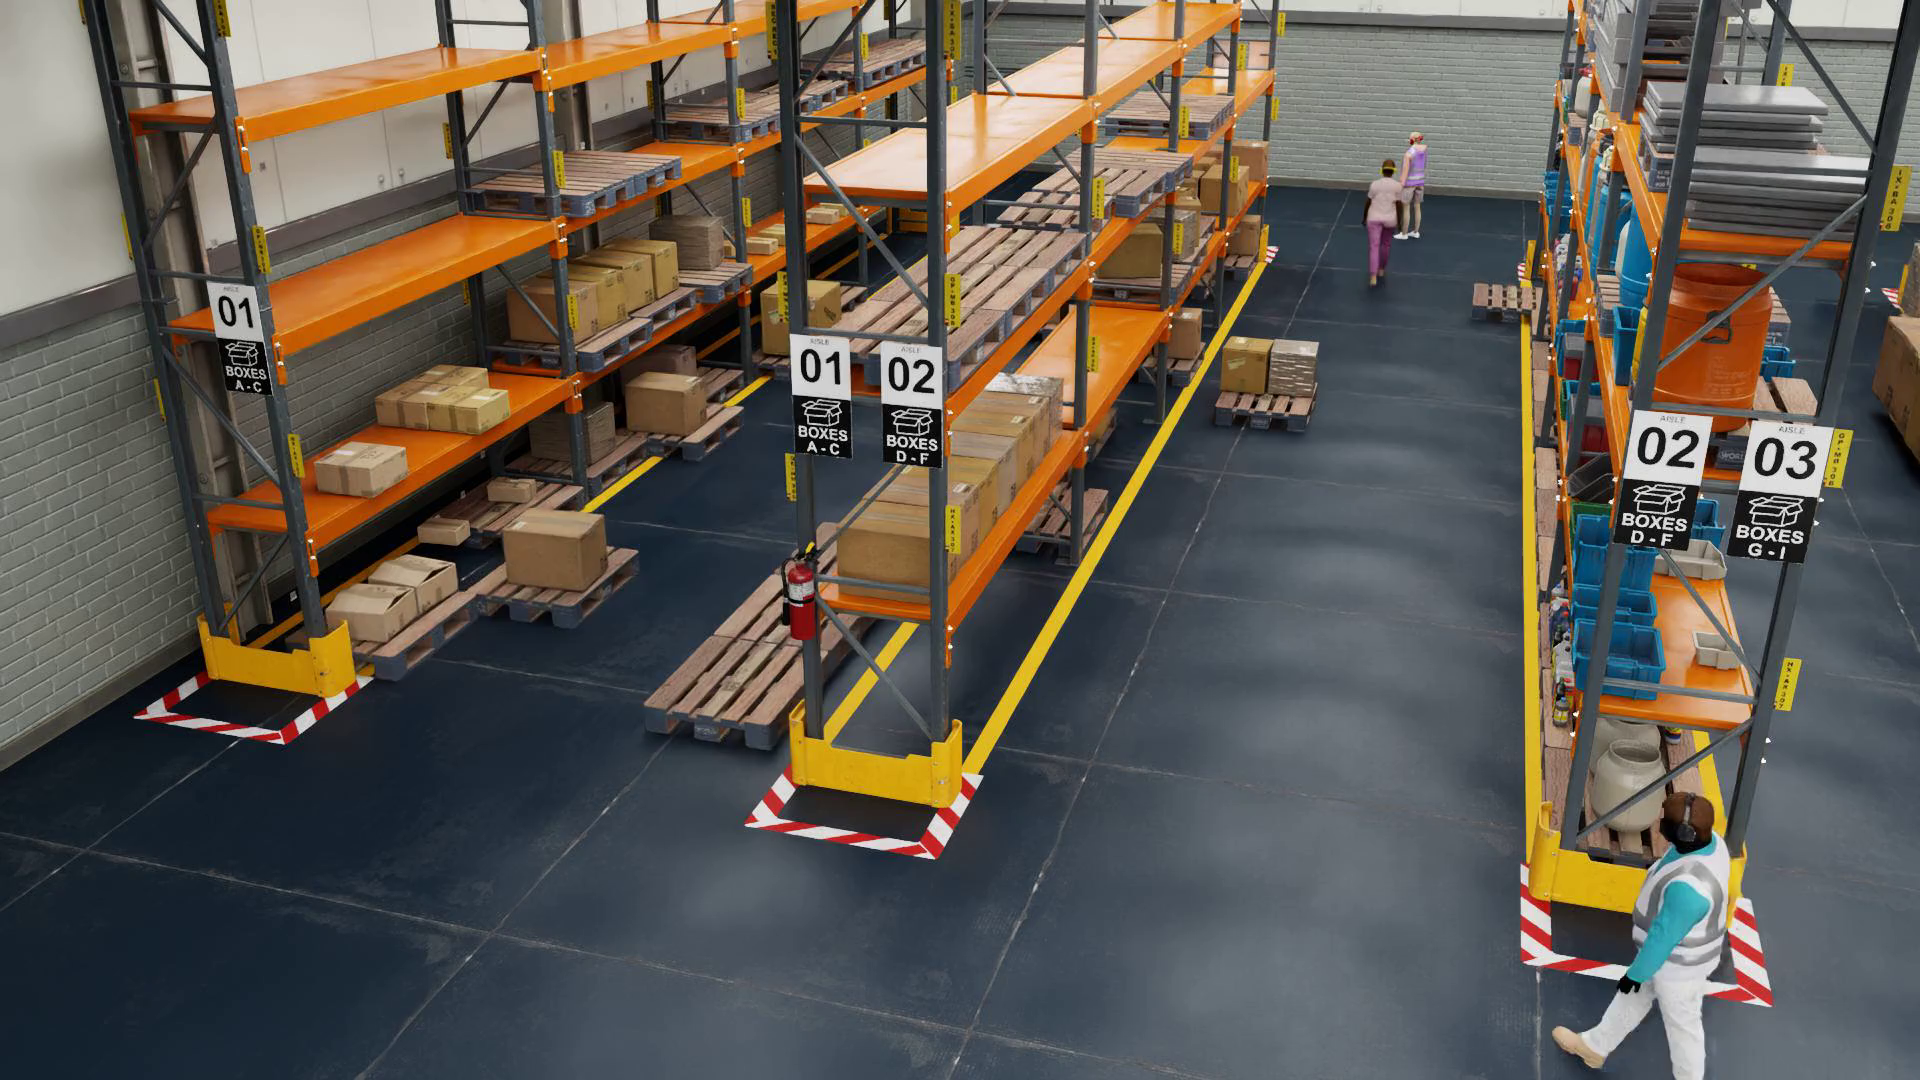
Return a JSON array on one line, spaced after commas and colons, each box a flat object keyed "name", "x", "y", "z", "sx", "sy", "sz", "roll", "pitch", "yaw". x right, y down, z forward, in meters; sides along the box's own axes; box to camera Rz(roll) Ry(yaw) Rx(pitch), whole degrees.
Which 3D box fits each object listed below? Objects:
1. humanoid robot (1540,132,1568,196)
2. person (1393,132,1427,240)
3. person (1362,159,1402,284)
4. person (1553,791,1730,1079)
[{"name": "humanoid robot", "x": 9.623, "y": -5.701, "z": 26.619, "sx": 0.602, "sy": 1.637, "sz": 0.560, "roll": -18, "pitch": 29, "yaw": -36}, {"name": "person", "x": 7.183, "y": -5.622, "z": 26.420, "sx": 0.488, "sy": 1.688, "sz": 0.350, "roll": -14, "pitch": 27, "yaw": -29}, {"name": "person", "x": 6.085, "y": -4.600, "z": 23.967, "sx": 0.544, "sy": 1.751, "sz": 0.930, "roll": 4, "pitch": 24, "yaw": 10}, {"name": "person", "x": 3.493, "y": 2.065, "z": 8.437, "sx": 0.863, "sy": 1.801, "sz": 0.640, "roll": 11, "pitch": 26, "yaw": 24}]
